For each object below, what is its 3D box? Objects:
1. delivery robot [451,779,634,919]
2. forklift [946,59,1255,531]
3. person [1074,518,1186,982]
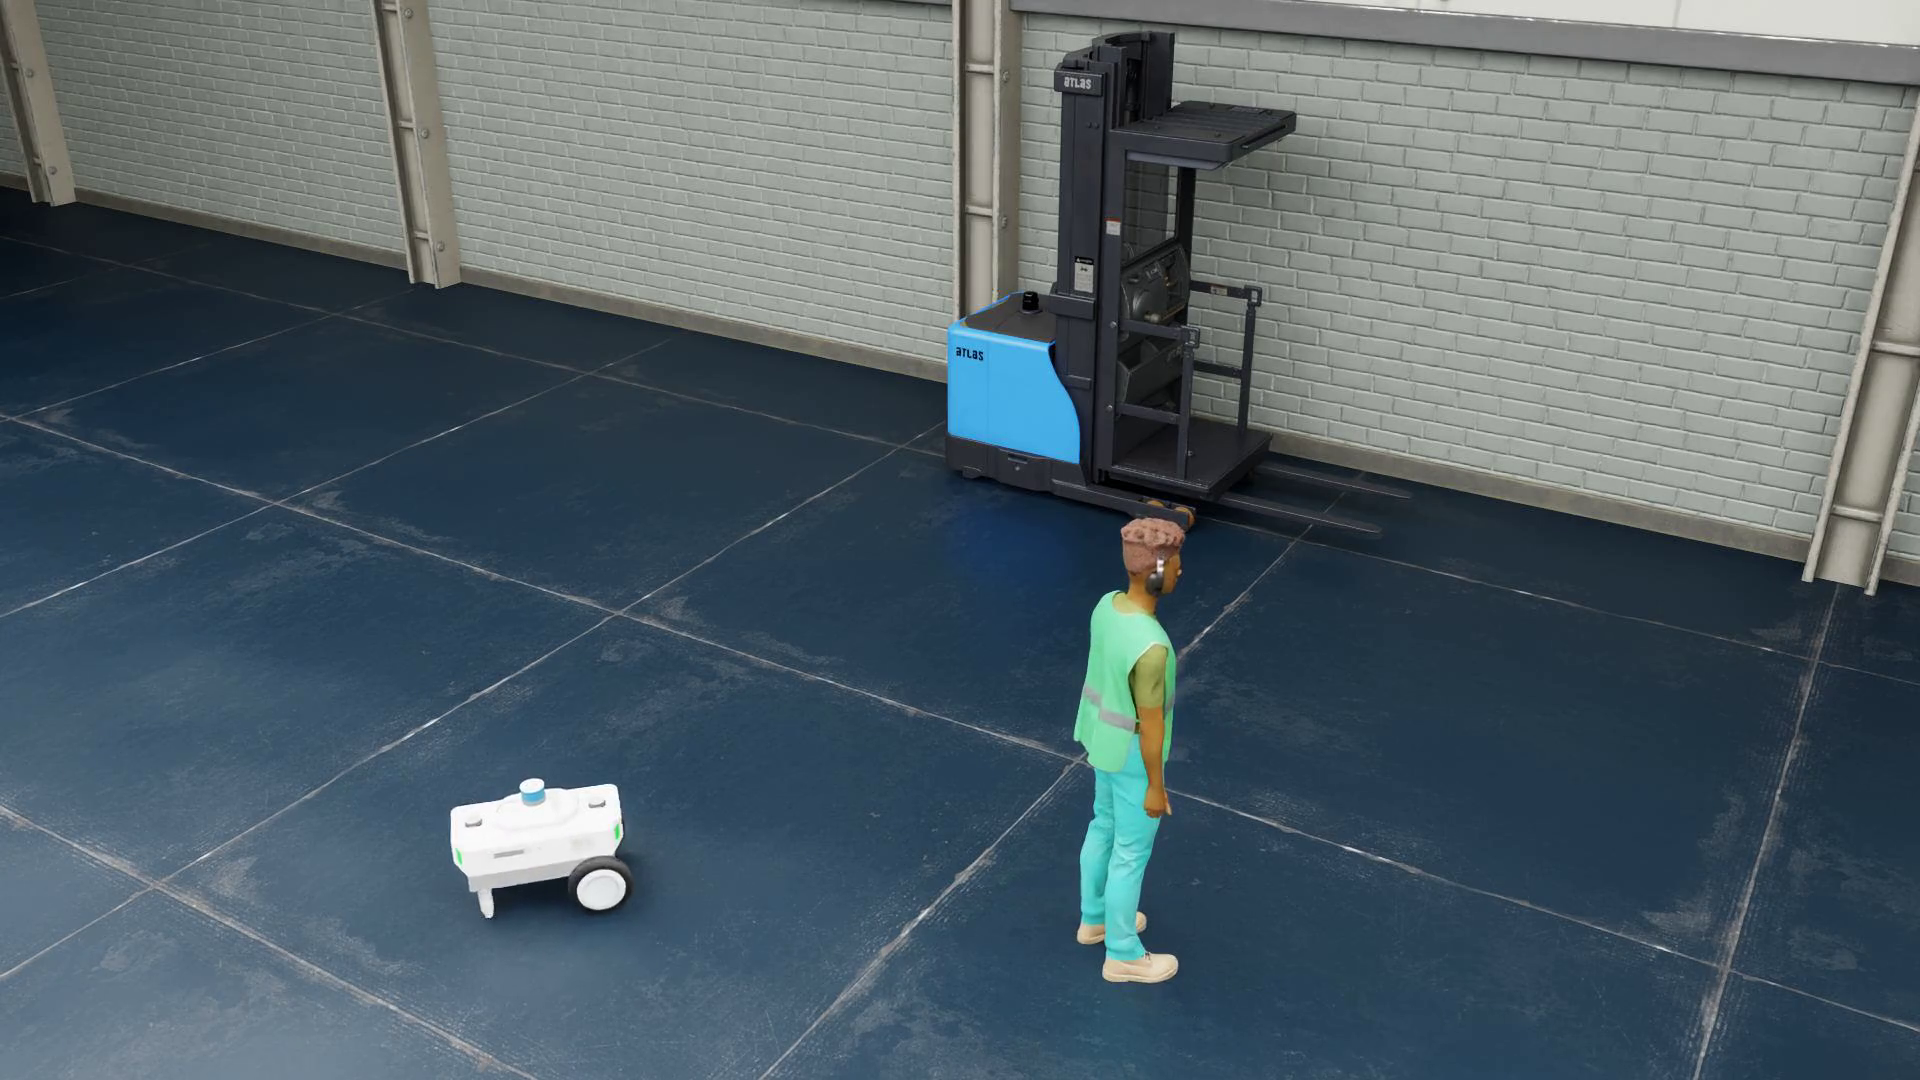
[{"bbox_3d":[-1.782,1.303,7.184,0.779,0.608,0.525,-7,26,-14],"label":"delivery robot"},{"bbox_3d":[0.933,-1.707,10.833,1.873,2.768,1.129,15,29,28],"label":"forklift"},{"bbox_3d":[0.653,0.830,6.505,0.384,1.977,0.488,-8,26,-16],"label":"person"}]
